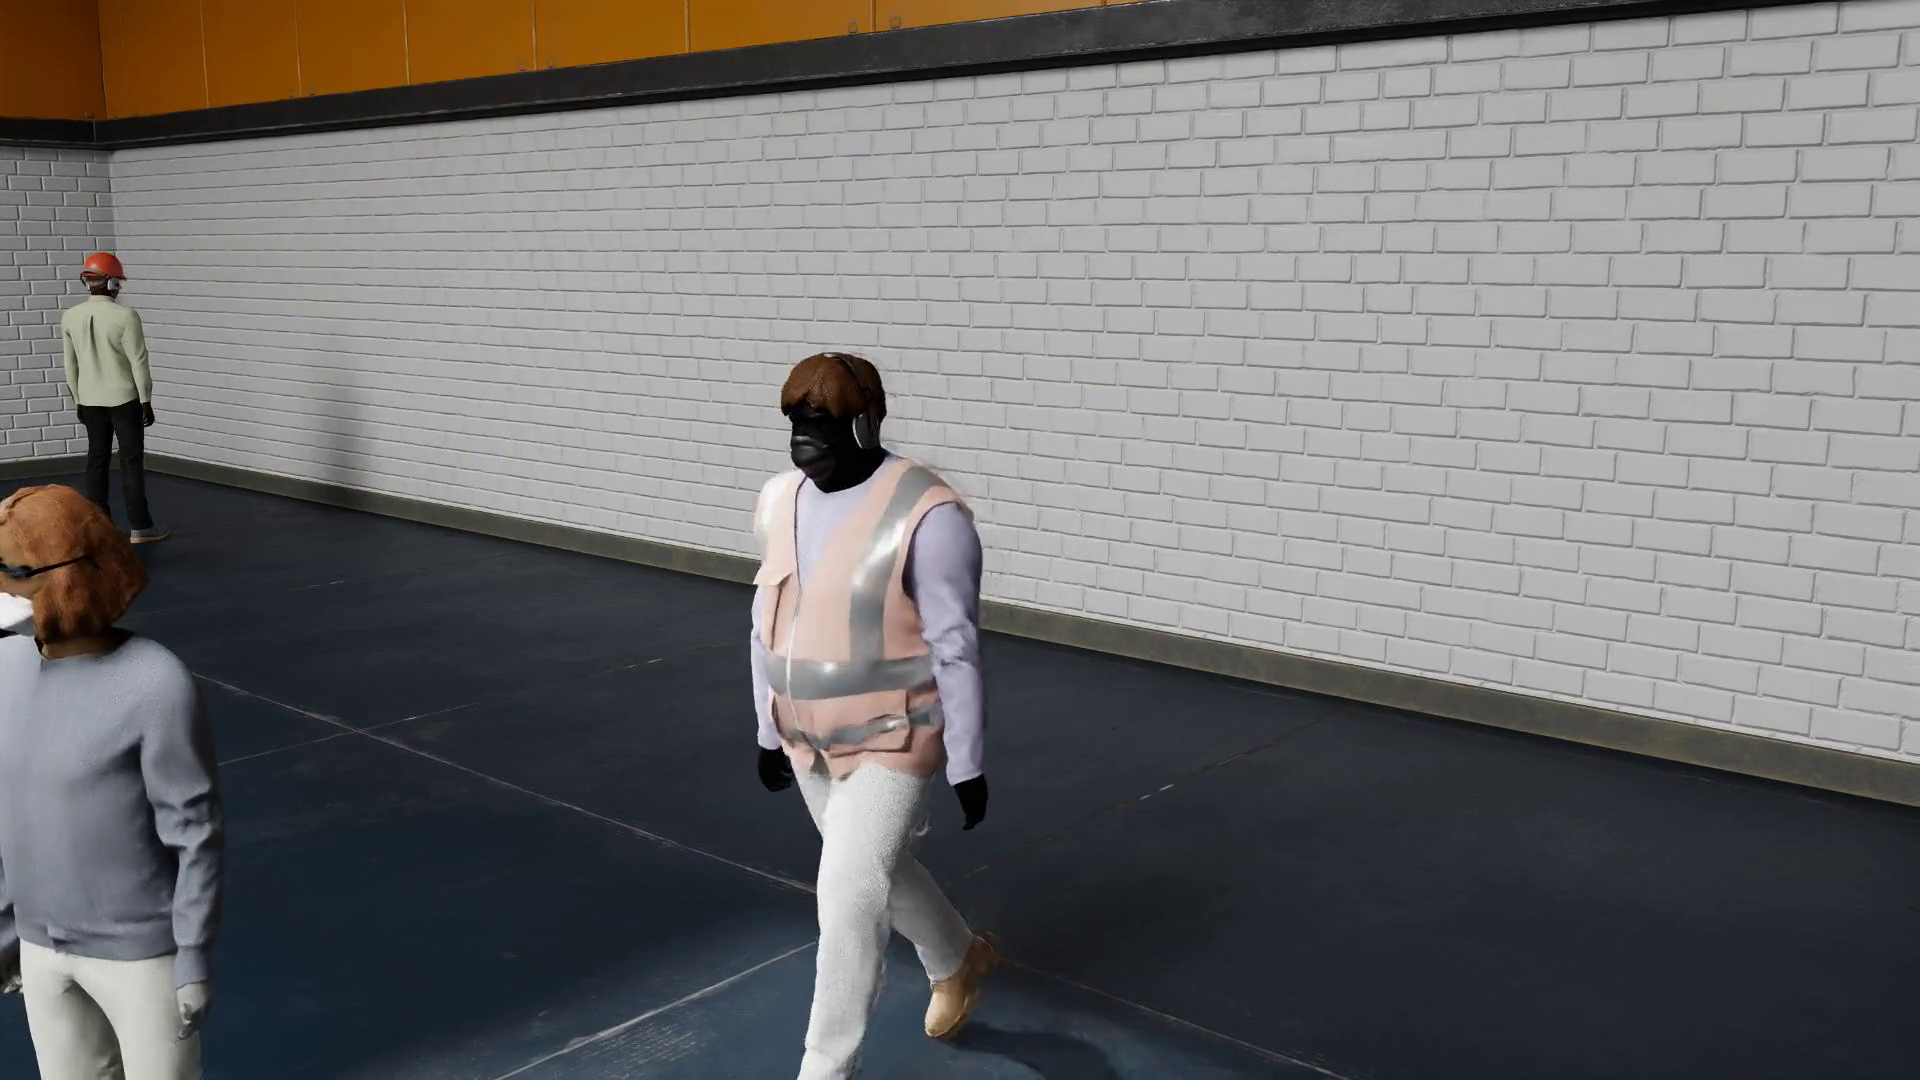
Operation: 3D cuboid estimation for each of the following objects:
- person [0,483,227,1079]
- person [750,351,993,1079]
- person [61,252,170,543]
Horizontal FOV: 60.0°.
[{"bbox_3d":[-1.498,0.710,2.898,0.507,1.630,0.268,4,11,20],"label":"person"},{"bbox_3d":[-0.184,0.450,3.924,0.641,1.809,0.911,9,13,42],"label":"person"},{"bbox_3d":[-5.813,-0.967,11.422,0.608,1.994,0.382,2,10,9],"label":"person"}]
